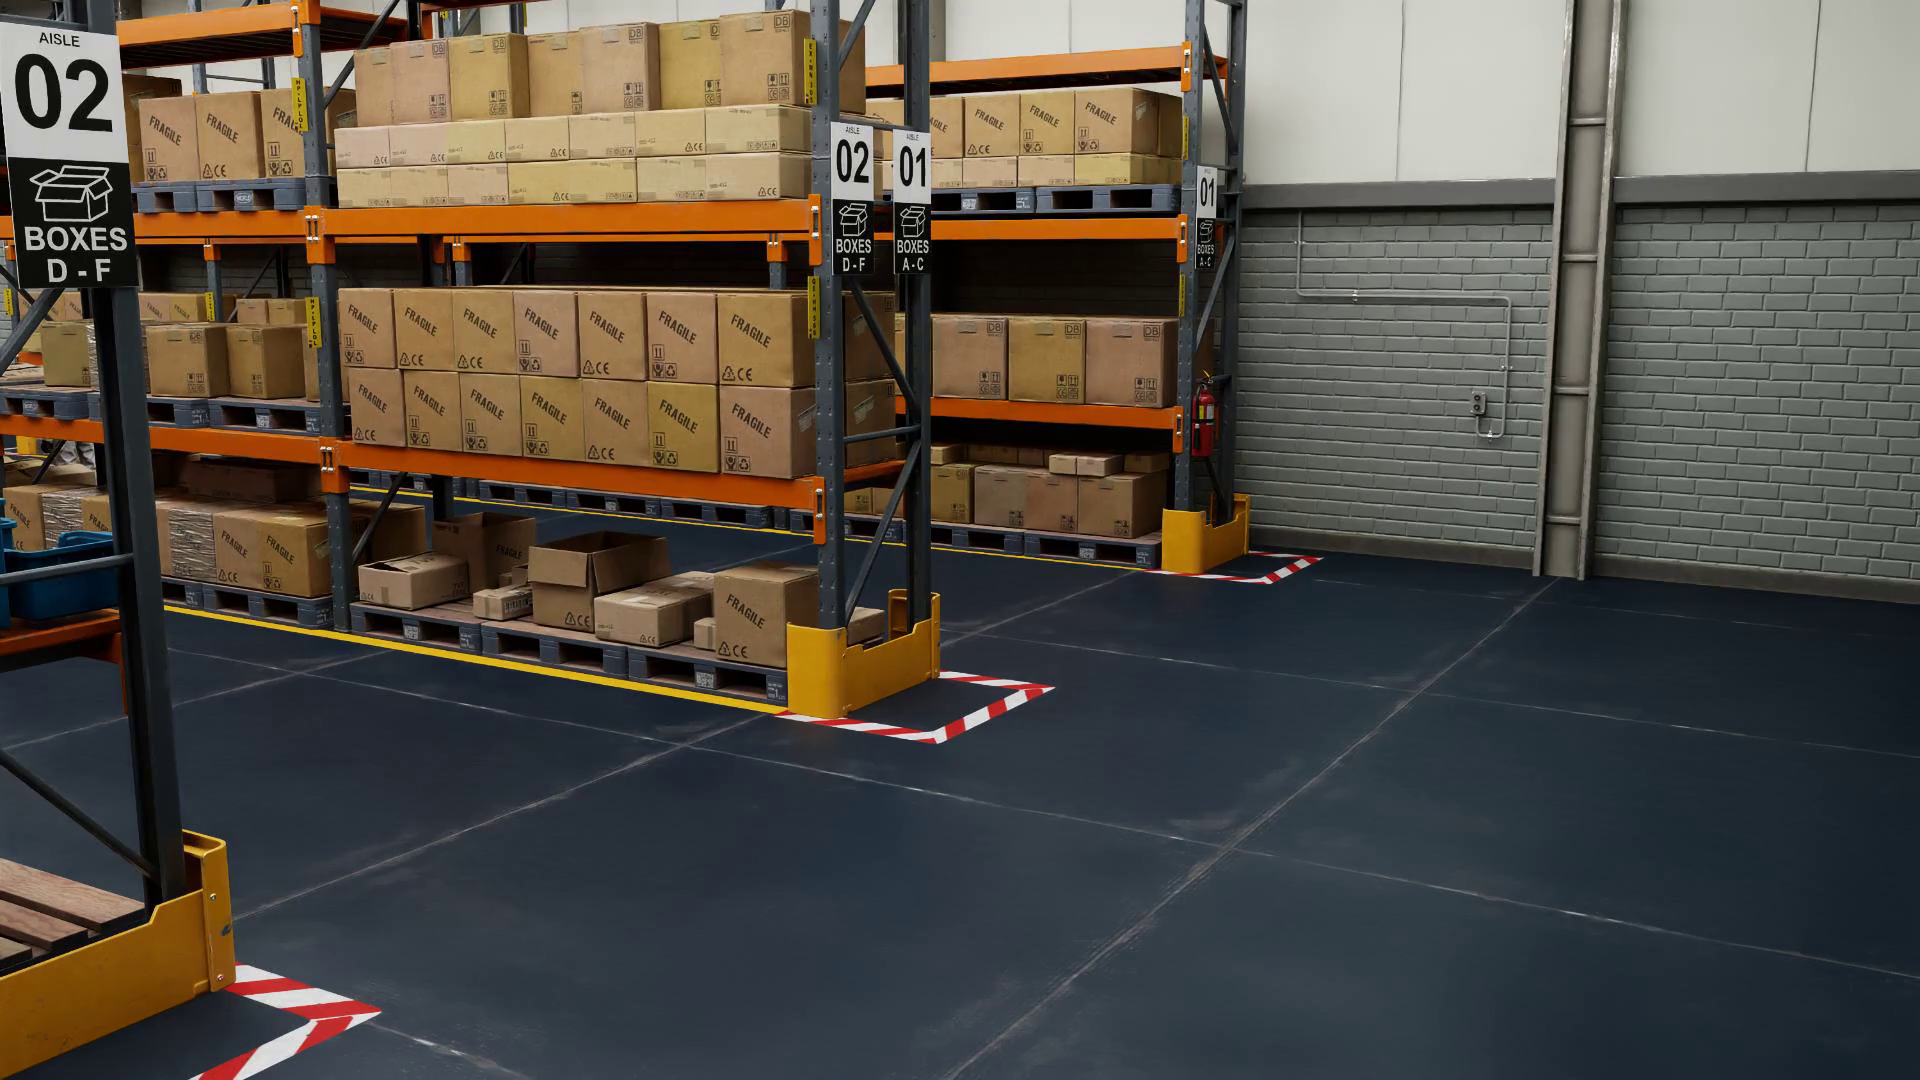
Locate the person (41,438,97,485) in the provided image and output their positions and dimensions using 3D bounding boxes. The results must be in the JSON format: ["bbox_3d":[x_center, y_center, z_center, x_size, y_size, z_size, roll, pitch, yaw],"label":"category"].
[{"bbox_3d":[-8.075,-0.978,15.123,0.355,1.885,0.576,6,11,30],"label":"person"}]

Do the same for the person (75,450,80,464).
[{"bbox_3d":[-10.153,-1.528,19.107,0.280,1.624,0.493,0,10,-1],"label":"person"}]
